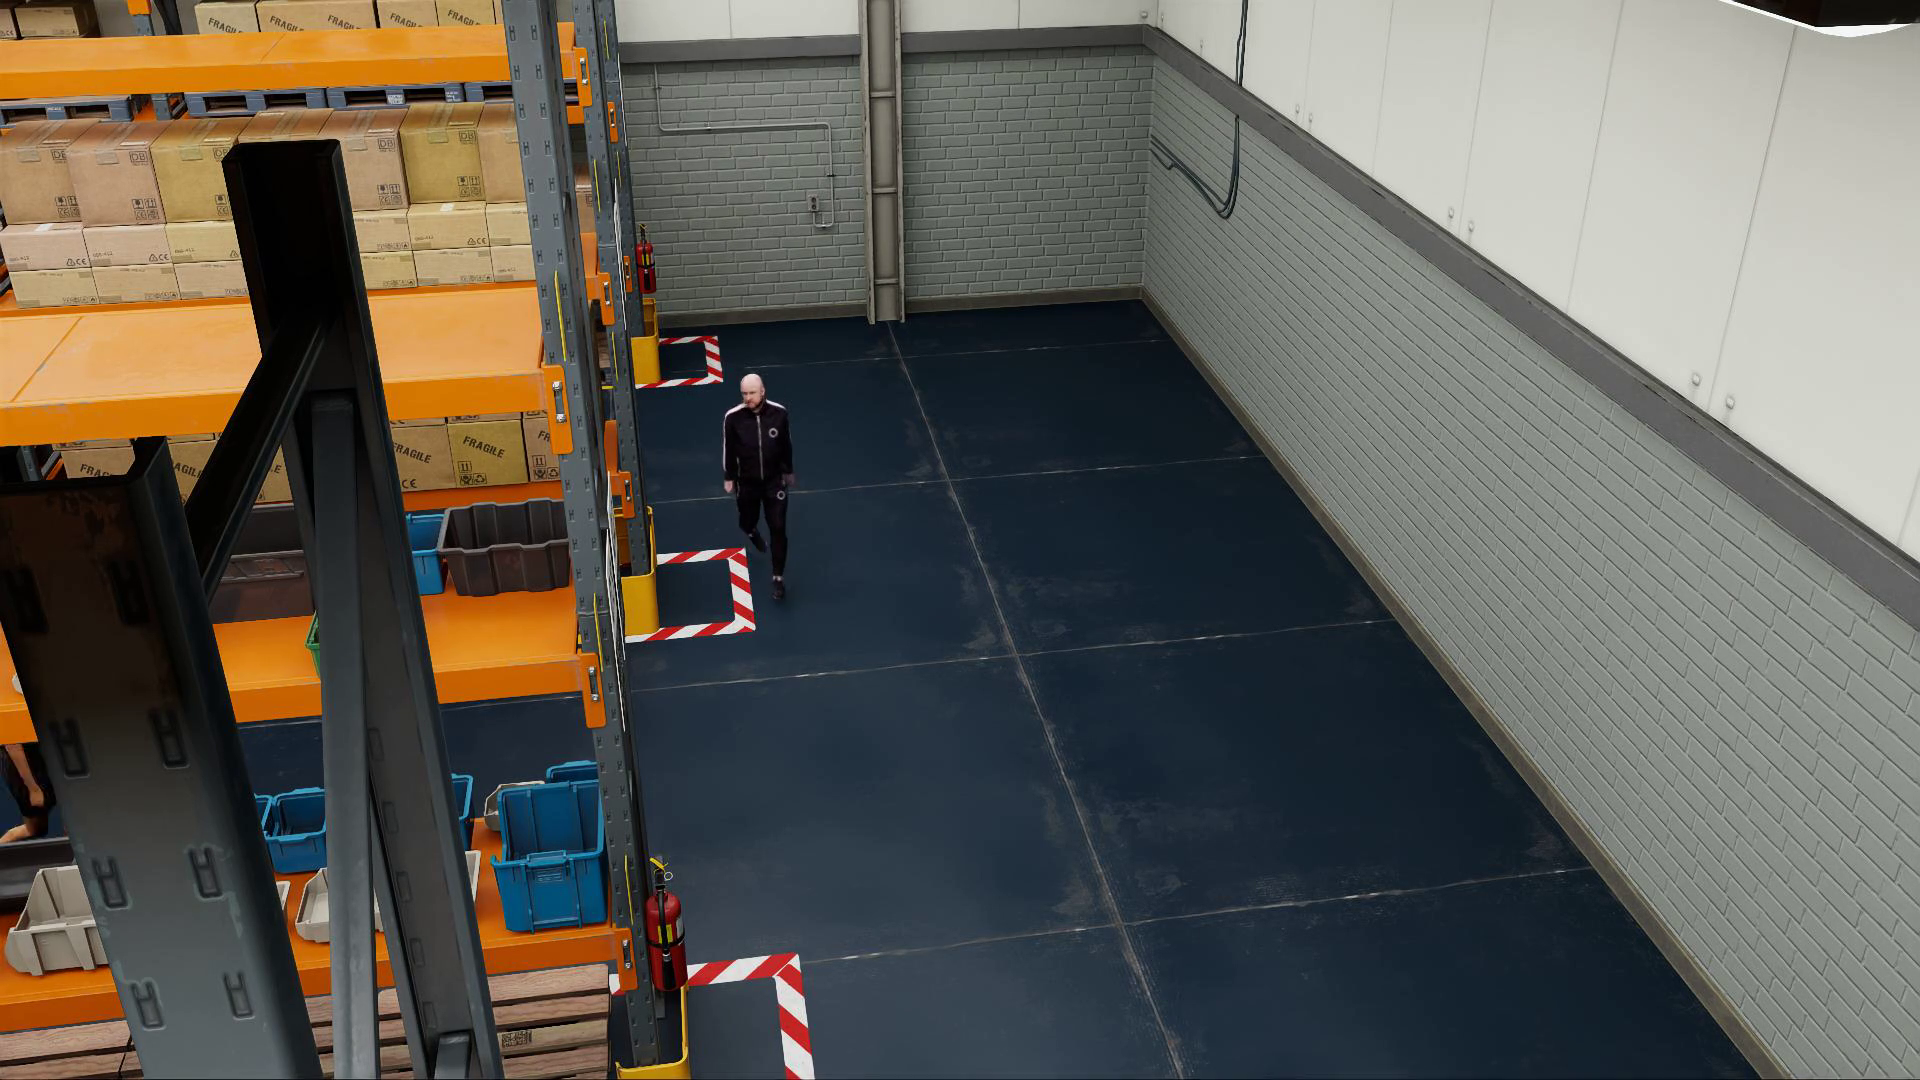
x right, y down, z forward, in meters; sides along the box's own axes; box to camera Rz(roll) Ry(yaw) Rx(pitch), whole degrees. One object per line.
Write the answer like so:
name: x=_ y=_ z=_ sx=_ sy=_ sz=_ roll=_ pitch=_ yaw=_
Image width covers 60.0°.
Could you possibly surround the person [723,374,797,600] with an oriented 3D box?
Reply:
person: x=-1.553 y=-0.488 z=12.897 sx=1.039 sy=1.799 sz=0.792 roll=-8 pitch=29 yaw=-15
